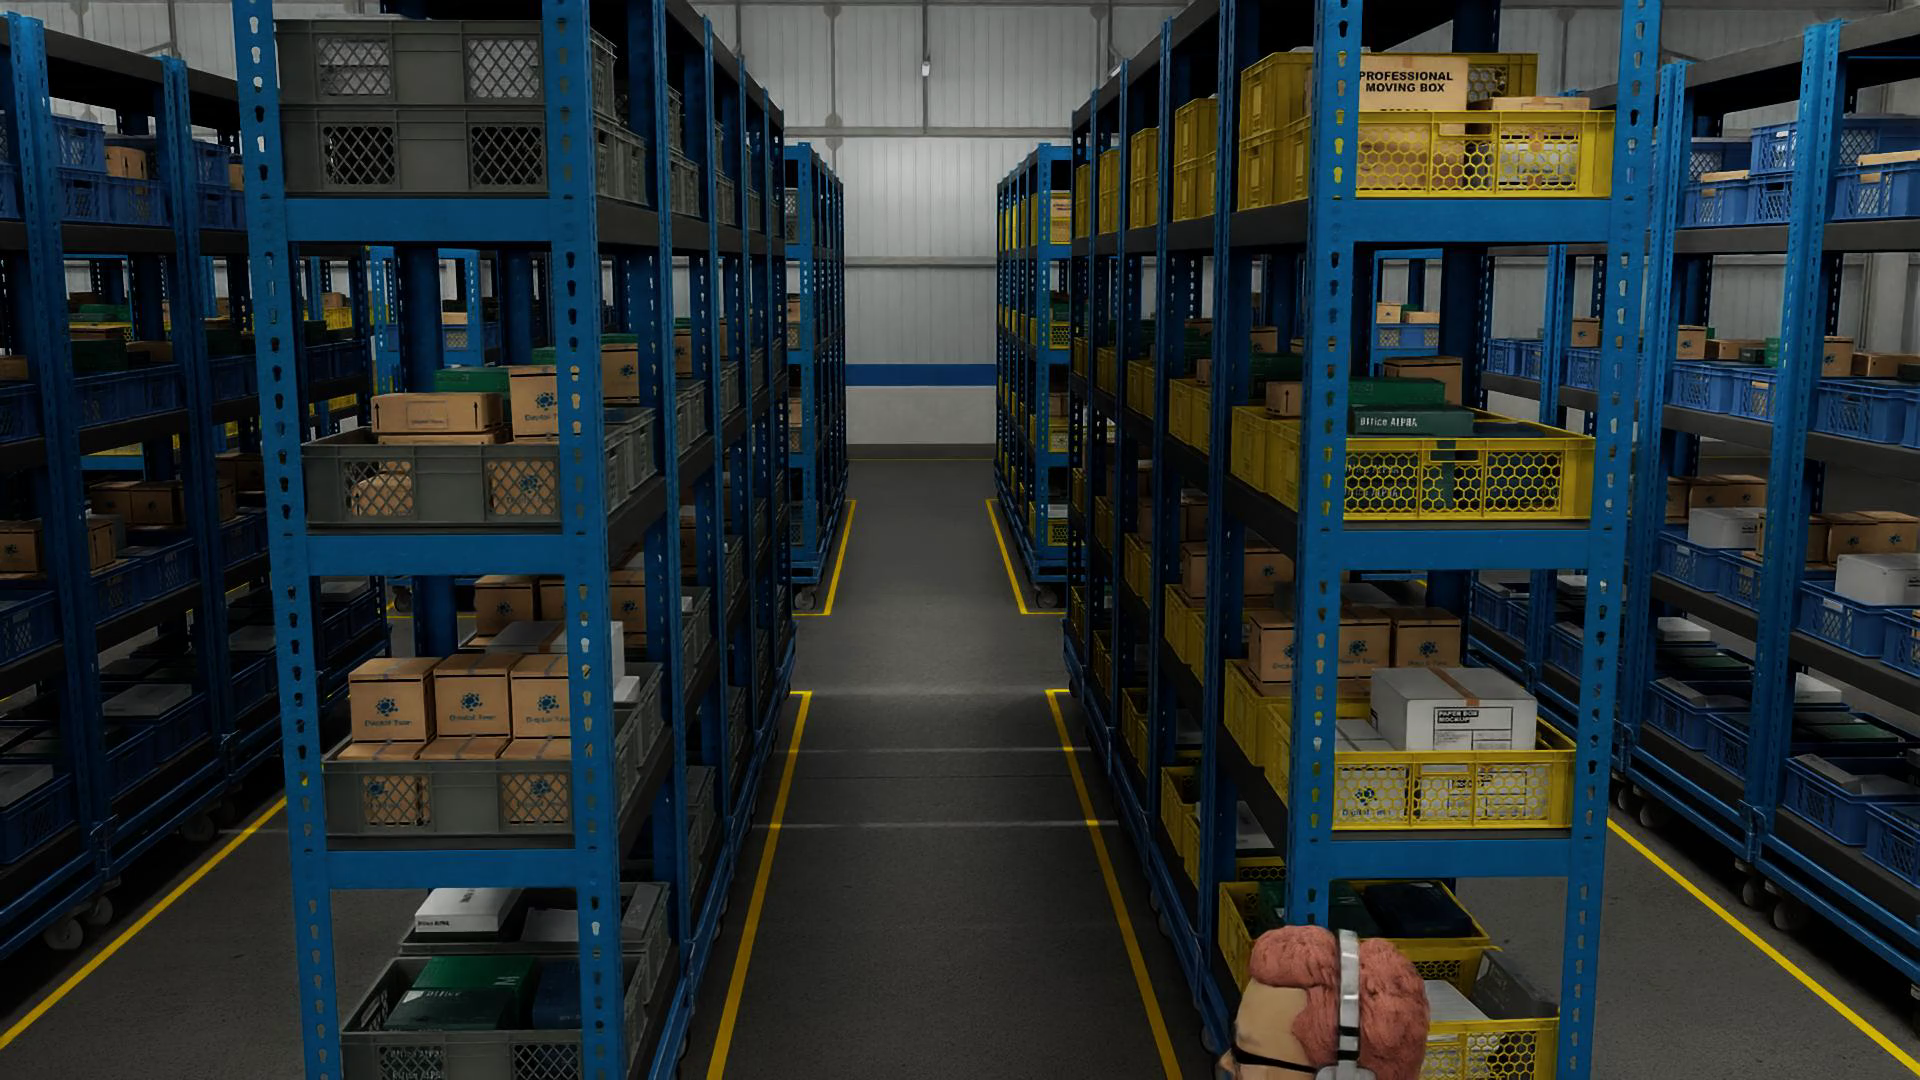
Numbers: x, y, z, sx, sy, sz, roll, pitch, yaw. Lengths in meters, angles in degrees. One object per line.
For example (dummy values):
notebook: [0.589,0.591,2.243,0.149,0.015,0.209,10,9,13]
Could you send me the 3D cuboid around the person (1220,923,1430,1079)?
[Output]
person: [0.434,1.401,2.102,0.406,1.911,0.639,1,9,4]
